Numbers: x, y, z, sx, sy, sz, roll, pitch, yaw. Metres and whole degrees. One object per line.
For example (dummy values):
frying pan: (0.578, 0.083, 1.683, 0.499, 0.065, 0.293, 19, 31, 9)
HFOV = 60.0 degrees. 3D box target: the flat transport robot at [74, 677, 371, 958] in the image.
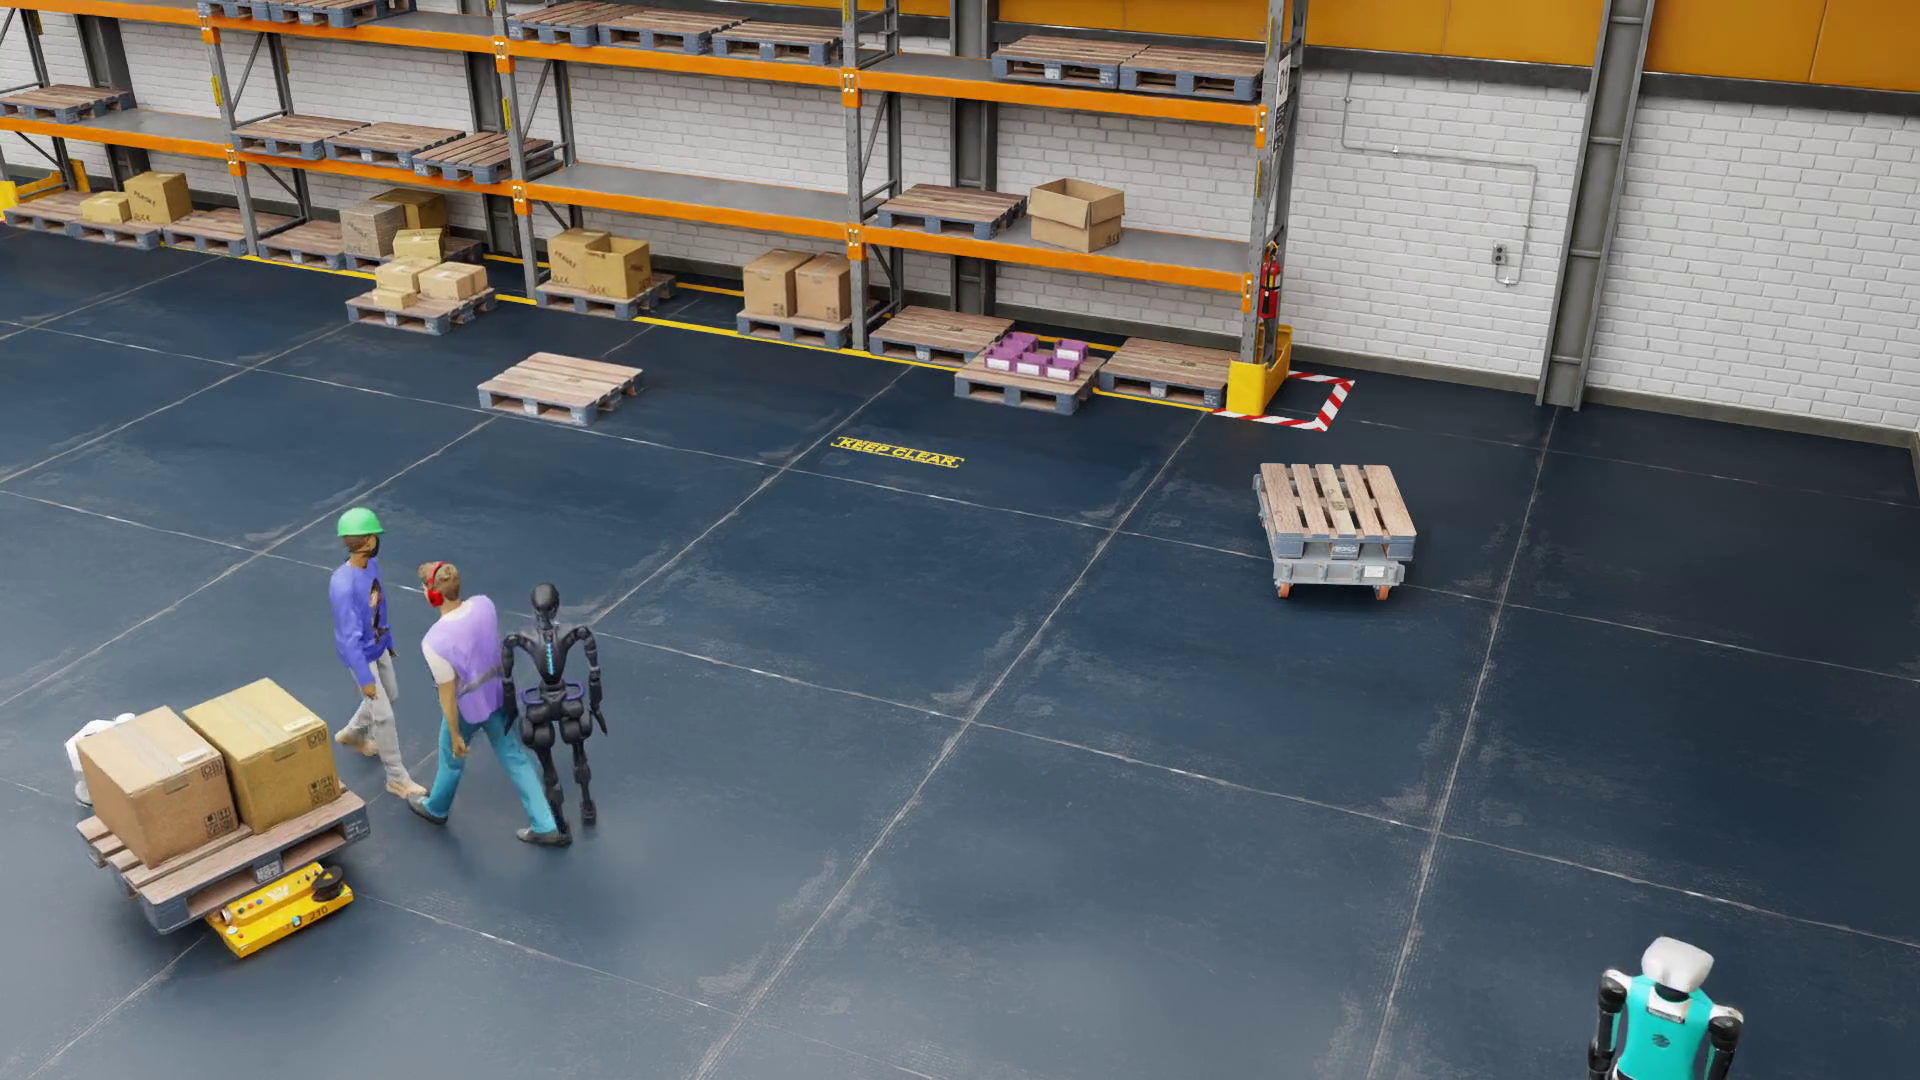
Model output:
flat transport robot: (-4.102, 1.817, 9.408, 1.431, 0.231, 0.659, 23, 35, 38)

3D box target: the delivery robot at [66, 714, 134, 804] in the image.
delivery robot: (-4.968, 1.321, 10.044, 0.773, 0.582, 0.499, 5, 28, 9)

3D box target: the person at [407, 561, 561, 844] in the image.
person: (-2.785, 0.938, 9.464, 1.020, 1.785, 0.590, 13, 30, 24)

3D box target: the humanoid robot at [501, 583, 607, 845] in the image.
humanoid robot: (-2.345, 0.960, 9.543, 0.584, 1.647, 0.476, -9, 28, -16)

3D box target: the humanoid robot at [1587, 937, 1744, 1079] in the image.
humanoid robot: (2.899, 2.308, 6.947, 0.553, 1.862, 0.754, 16, 31, 28)

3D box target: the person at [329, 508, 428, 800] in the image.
person: (-3.585, 0.685, 9.901, 0.711, 1.828, 0.599, 5, 28, 10)
